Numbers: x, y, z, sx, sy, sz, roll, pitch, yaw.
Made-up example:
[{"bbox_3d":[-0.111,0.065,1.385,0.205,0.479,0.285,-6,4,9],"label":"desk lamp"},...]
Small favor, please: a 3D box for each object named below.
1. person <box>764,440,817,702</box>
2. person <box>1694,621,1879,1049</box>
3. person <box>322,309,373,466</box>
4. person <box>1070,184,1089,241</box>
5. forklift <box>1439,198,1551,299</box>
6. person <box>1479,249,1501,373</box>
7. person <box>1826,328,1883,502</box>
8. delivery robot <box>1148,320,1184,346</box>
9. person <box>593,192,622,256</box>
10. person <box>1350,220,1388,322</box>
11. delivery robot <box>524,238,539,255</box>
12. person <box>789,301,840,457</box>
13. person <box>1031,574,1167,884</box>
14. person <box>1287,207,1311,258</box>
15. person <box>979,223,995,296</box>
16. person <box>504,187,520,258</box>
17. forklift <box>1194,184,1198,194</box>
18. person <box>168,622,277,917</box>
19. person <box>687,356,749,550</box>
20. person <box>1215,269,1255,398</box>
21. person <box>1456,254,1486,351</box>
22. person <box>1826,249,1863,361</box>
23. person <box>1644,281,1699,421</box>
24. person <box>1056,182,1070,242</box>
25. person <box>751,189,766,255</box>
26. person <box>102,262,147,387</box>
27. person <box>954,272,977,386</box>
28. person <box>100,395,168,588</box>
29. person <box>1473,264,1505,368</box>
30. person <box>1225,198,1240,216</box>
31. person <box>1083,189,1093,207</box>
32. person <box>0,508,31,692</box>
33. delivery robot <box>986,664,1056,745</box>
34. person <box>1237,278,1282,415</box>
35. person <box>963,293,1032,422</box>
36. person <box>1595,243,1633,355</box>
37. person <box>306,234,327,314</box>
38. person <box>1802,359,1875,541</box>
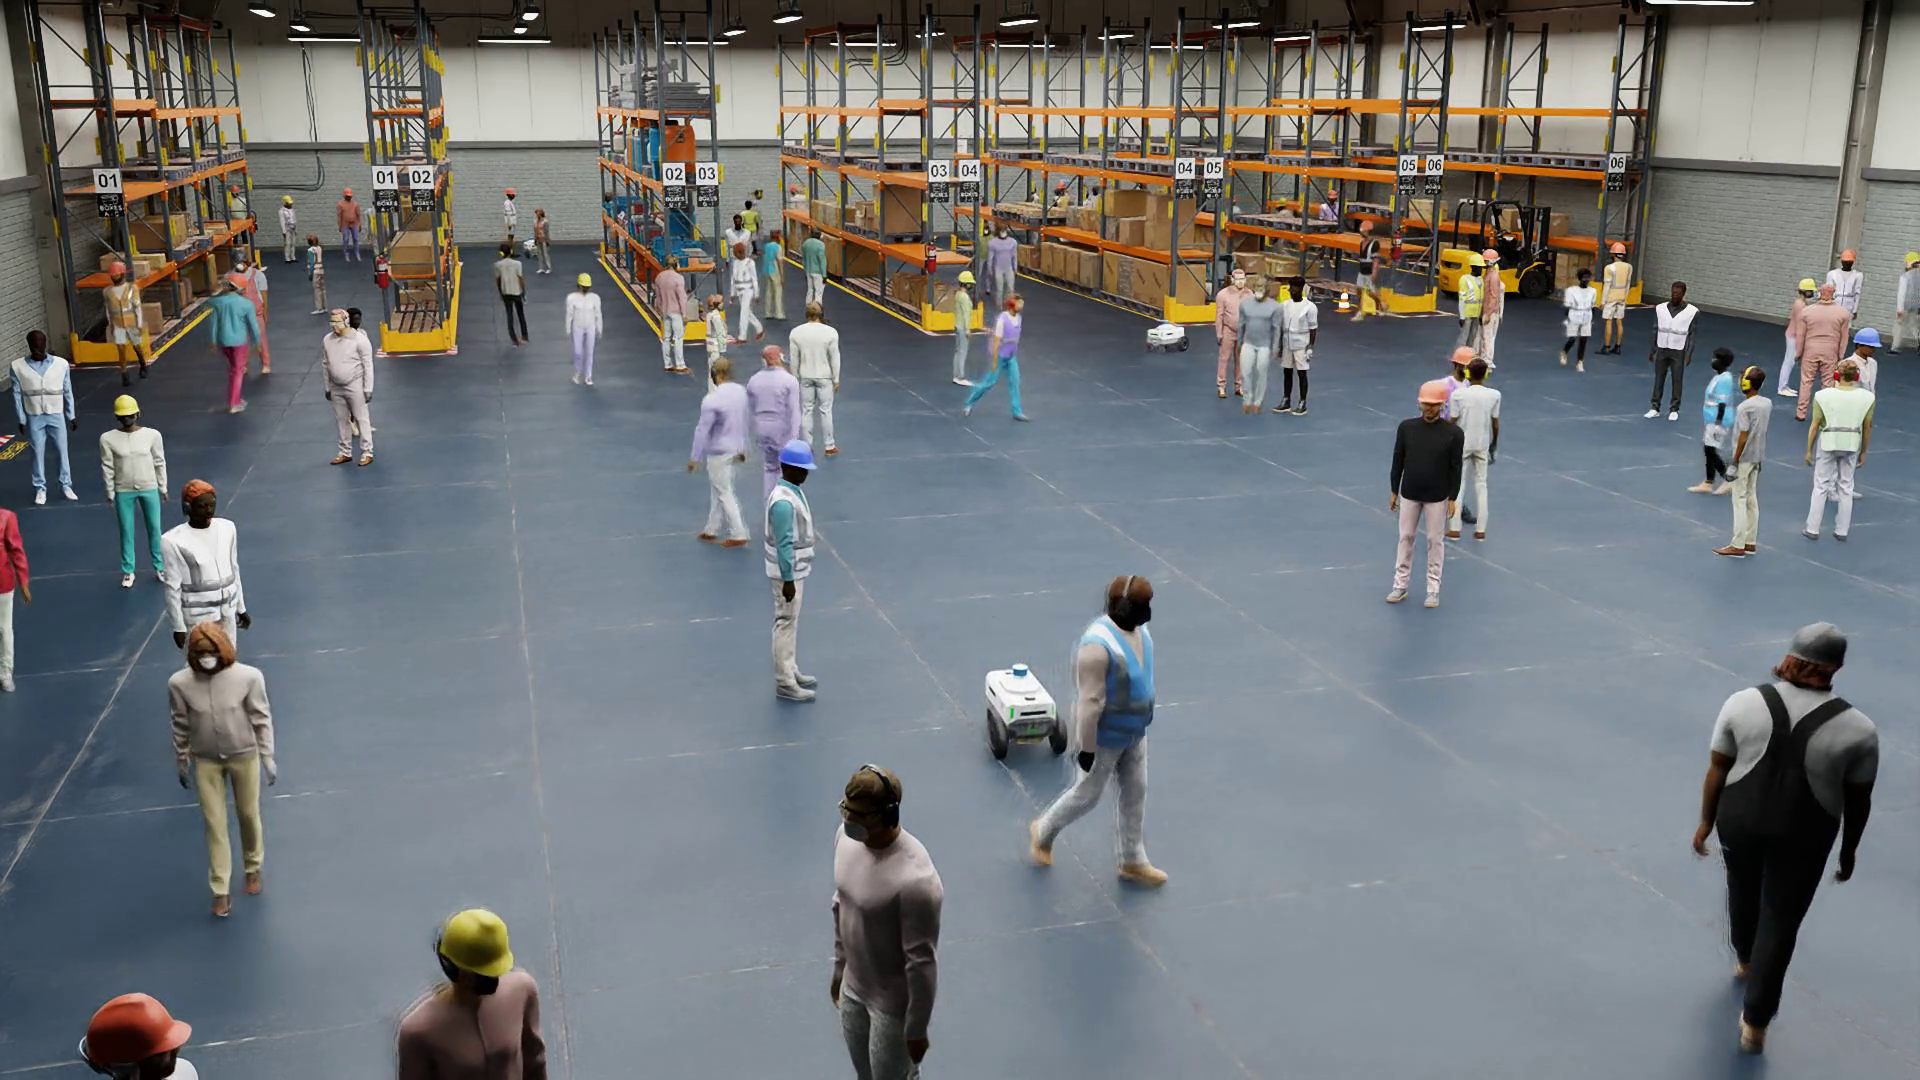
[{"bbox_3d":[-1.241,0.215,12.320,0.411,1.939,0.605,0,15,0],"label":"person"},{"bbox_3d":[3.948,1.322,7.960,0.716,2.000,0.992,11,18,36],"label":"person"},{"bbox_3d":[-7.418,-1.842,20.127,0.648,1.907,0.401,4,15,15],"label":"person"},{"bbox_3d":[3.764,-10.075,51.268,0.516,1.823,0.784,-10,18,-33],"label":"person"},{"bbox_3d":[11.913,-6.508,37.130,2.313,2.155,1.214,-4,15,-15],"label":"forklift"},{"bbox_3d":[8.560,-3.722,27.030,0.376,1.995,0.612,2,15,6],"label":"person"},{"bbox_3d":[9.833,-1.372,18.310,0.600,1.940,0.420,-9,17,-31],"label":"person"},{"bbox_3d":[3.613,-3.613,29.199,0.477,0.478,0.707,13,20,41],"label":"delivery robot"},{"bbox_3d":[-9.876,-8.815,46.552,0.916,1.797,0.645,-3,15,-12],"label":"person"},{"bbox_3d":[8.179,-5.360,33.141,0.741,2.023,0.632,-7,16,-24],"label":"person"},{"bbox_3d":[-11.949,-8.209,46.493,0.477,0.478,0.707,-8,17,-27],"label":"delivery robot"},{"bbox_3d":[-1.788,-1.992,20.629,0.627,1.940,0.376,3,15,10],"label":"person"},{"bbox_3d":[0.791,1.059,9.419,0.754,1.818,0.648,10,18,34],"label":"person"},{"bbox_3d":[8.613,-7.565,42.096,0.494,1.681,0.956,-6,16,-22],"label":"person"},{"bbox_3d":[0.557,-6.335,37.557,0.507,1.630,0.268,-6,16,-21],"label":"person"},{"bbox_3d":[-12.558,-8.895,46.605,0.377,1.936,0.549,-1,15,-3],"label":"person"},{"bbox_3d":[7.392,-11.333,53.972,1.873,2.768,1.129,-4,15,-15],"label":"forklift"},{"bbox_3d":[-4.032,1.230,9.132,0.514,1.628,0.412,-5,16,-17],"label":"person"},{"bbox_3d":[-2.372,-0.852,16.404,0.691,1.905,0.686,7,16,24],"label":"person"},{"bbox_3d":[4.103,-3.065,24.726,0.636,1.911,0.404,-4,15,-14],"label":"person"},{"bbox_3d":[8.282,-3.658,26.922,0.585,1.927,0.366,-12,19,-37],"label":"person"},{"bbox_3d":[14.662,-3.867,27.681,0.545,1.941,0.350,6,16,22],"label":"person"},{"bbox_3d":[9.871,-2.629,23.058,0.592,1.922,0.392,12,19,38],"label":"person"},{"bbox_3d":[3.030,-9.750,49.820,0.544,1.939,0.353,10,18,34],"label":"person"},{"bbox_3d":[-5.692,-9.043,47.343,0.651,1.839,0.576,-5,16,-18],"label":"person"},{"bbox_3d":[-12.992,-3.381,25.896,0.549,1.917,0.808,-4,15,-15],"label":"person"},{"bbox_3d":[0.086,-3.280,25.838,0.352,1.757,0.559,-3,15,-12],"label":"person"},{"bbox_3d":[-7.503,-0.454,15.170,0.526,1.768,0.331,-8,17,-27],"label":"person"},{"bbox_3d":[8.725,-3.703,27.445,0.490,1.741,0.322,0,15,1],"label":"person"},{"bbox_3d":[7.611,-8.784,46.637,0.577,1.708,0.884,-9,17,-31],"label":"person"},{"bbox_3d":[3.462,-8.721,45.930,0.404,1.945,0.616,7,16,25],"label":"person"},{"bbox_3d":[-7.150,0.351,12.226,0.568,1.723,0.762,-10,18,-34],"label":"person"},{"bbox_3d":[0.413,1.100,11.465,0.477,0.478,0.707,-3,15,-12],"label":"delivery robot"},{"bbox_3d":[4.141,-2.680,23.236,0.642,1.919,0.734,6,16,21],"label":"person"},{"bbox_3d":[0.523,-2.540,22.993,0.949,1.794,0.609,10,18,33],"label":"person"},{"bbox_3d":[11.337,-4.175,28.847,0.543,1.938,0.356,-5,16,-19],"label":"person"},{"bbox_3d":[-13.318,-5.500,34.401,0.306,1.640,0.522,1,15,2],"label":"person"},{"bbox_3d":[8.803,-0.890,16.682,0.562,1.838,0.388,3,15,12],"label":"person"}]
